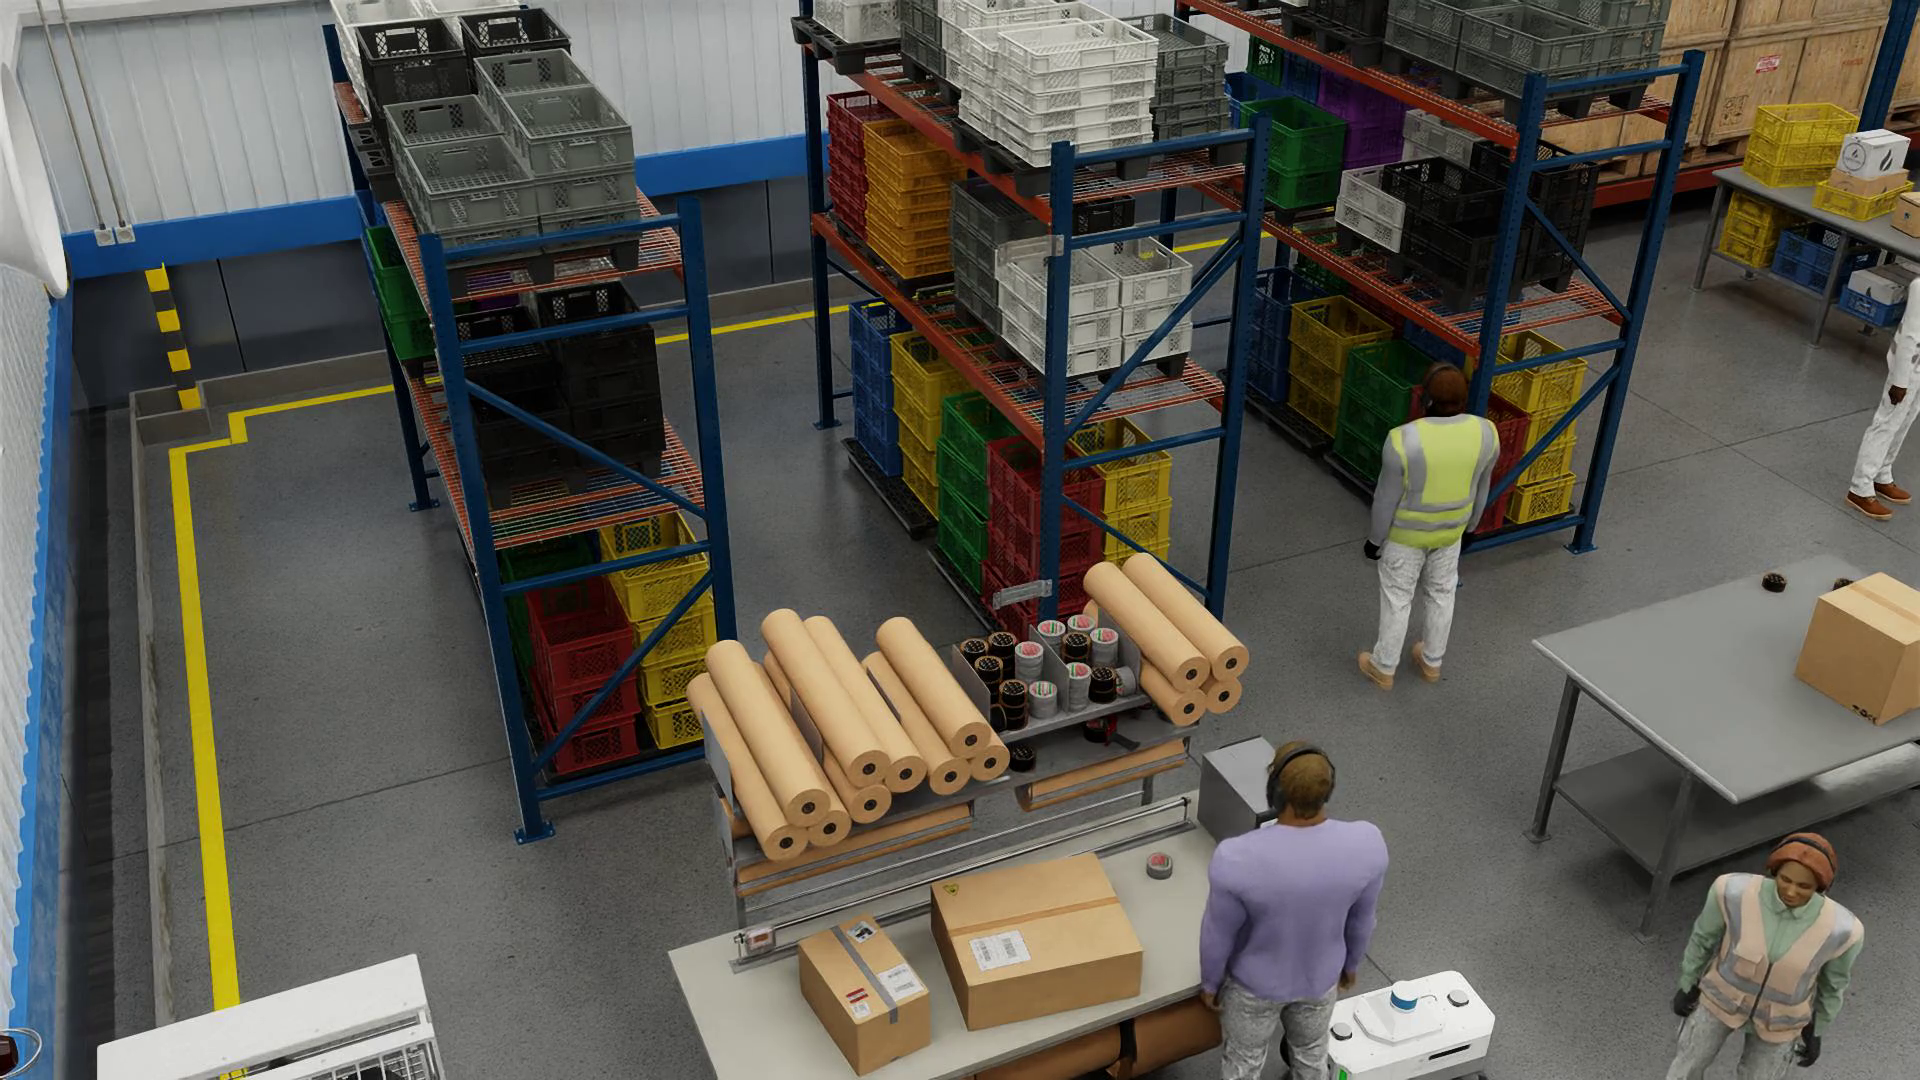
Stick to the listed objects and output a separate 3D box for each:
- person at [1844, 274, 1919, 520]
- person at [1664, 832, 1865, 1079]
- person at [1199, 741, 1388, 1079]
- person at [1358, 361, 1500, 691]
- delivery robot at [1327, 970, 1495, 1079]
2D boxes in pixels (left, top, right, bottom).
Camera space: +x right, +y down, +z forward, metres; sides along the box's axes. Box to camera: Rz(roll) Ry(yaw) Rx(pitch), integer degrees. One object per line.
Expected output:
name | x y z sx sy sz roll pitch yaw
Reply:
person | 5.824 -1.040 10.103 0.573 1.887 0.355 -23 39 -33
person | 2.815 1.677 5.921 0.514 1.640 0.315 16 35 24
person | 1.139 1.526 5.898 0.628 1.931 0.370 -5 32 -7
person | 2.375 -0.062 8.560 0.634 1.839 0.429 -7 32 -11
delivery robot | 1.702 1.921 6.470 0.707 0.478 0.477 -10 33 -16
